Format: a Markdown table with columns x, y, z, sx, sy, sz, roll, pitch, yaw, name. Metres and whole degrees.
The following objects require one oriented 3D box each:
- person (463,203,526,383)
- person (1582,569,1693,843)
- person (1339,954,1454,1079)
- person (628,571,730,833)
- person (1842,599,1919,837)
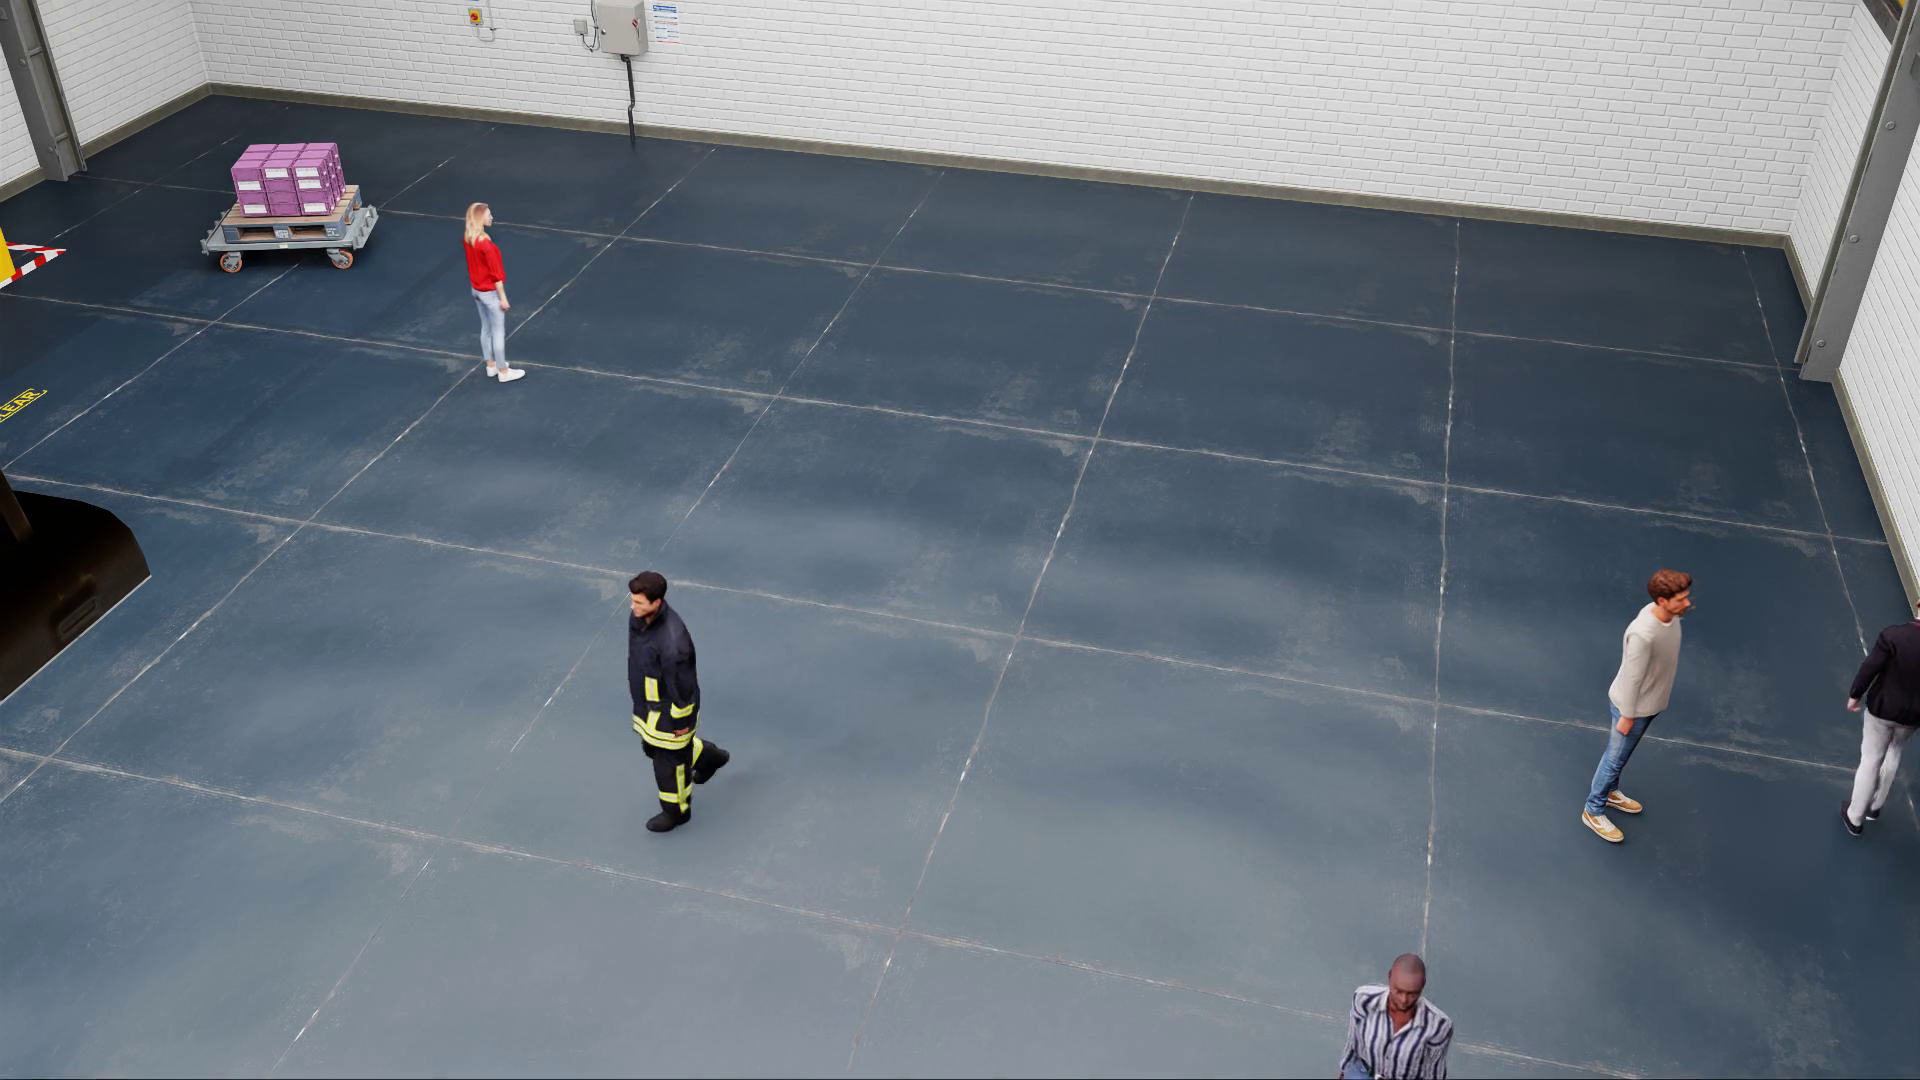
| x | y | z | sx | sy | sz | roll | pitch | yaw | name |
| --- | --- | --- | --- | --- | --- | --- | --- | --- | --- |
| -4.310 | -2.258 | 15.170 | 0.689 | 1.707 | 0.679 | 29 | 43 | 36 | person |
| 4.125 | 0.967 | 10.139 | 0.806 | 1.905 | 0.665 | 24 | 40 | 31 | person |
| 2.042 | 2.547 | 7.915 | 0.750 | 1.735 | 1.231 | 12 | 36 | 18 | person |
| -1.731 | 0.938 | 10.179 | 1.110 | 1.909 | 1.046 | -21 | 39 | -29 | person |
| 5.667 | 1.080 | 10.032 | 0.682 | 1.835 | 0.594 | 9 | 35 | 14 | person |
